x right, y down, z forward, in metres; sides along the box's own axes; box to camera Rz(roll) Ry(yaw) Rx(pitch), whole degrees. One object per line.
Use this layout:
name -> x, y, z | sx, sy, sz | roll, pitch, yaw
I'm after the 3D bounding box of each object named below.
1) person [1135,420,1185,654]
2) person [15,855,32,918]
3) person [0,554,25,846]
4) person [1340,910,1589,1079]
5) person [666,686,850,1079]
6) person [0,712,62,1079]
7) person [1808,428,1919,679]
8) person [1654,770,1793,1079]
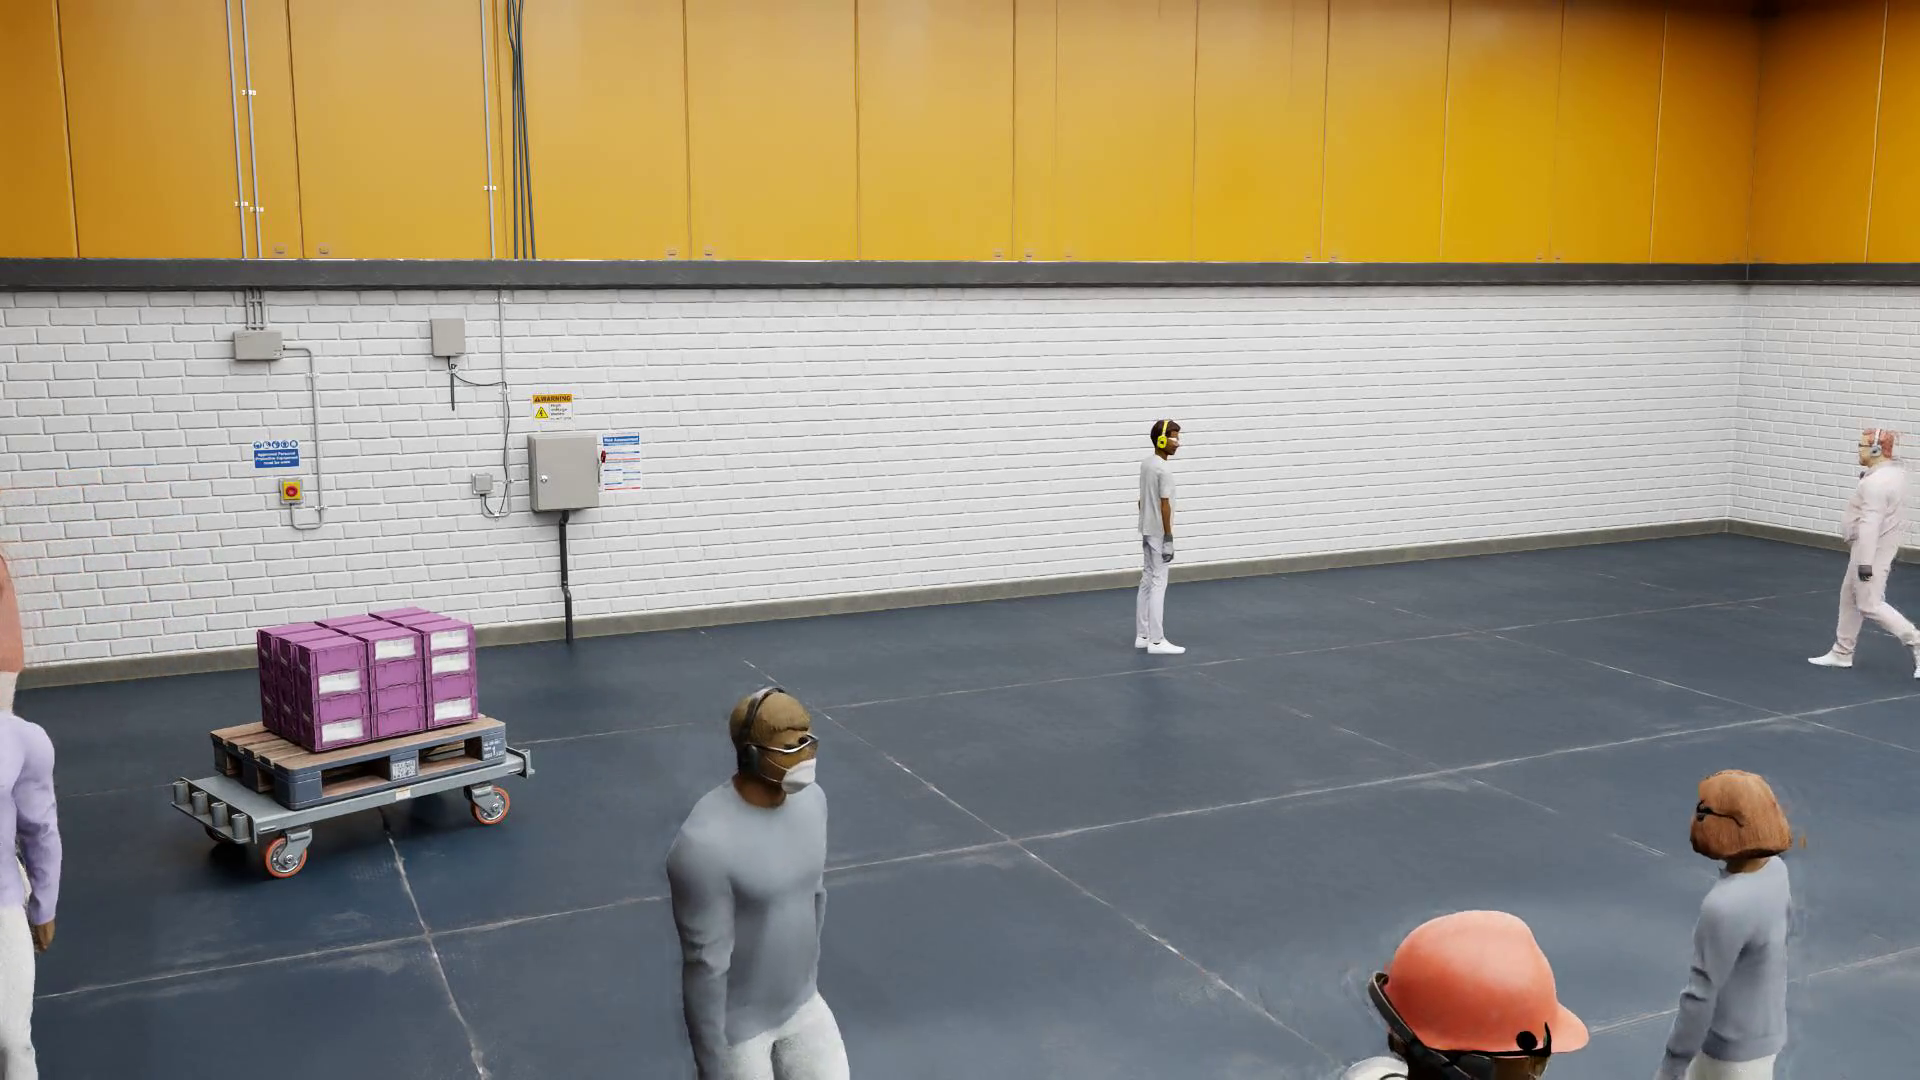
person -> 1.589, -0.028, 13.296 | 0.331, 1.864, 0.513 | -3, 10, -16
person -> -4.706, 0.916, 7.582 | 0.872, 1.832, 0.511 | 1, 9, 5
person -> -5.106, 0.655, 8.667 | 0.475, 1.982, 0.664 | -6, 11, -35
person -> 0.722, 1.581, 2.813 | 0.635, 2.022, 0.622 | -1, 9, -3
person -> -0.544, 1.345, 4.601 | 0.428, 1.928, 0.644 | 6, 11, 32
person -> -3.169, 1.249, 5.239 | 0.648, 1.910, 0.841 | -5, 11, -30
person -> 6.928, 0.096, 12.492 | 0.834, 1.880, 0.651 | 7, 11, 37
person -> 2.145, 1.449, 4.896 | 0.752, 1.600, 0.523 | 7, 12, 38
